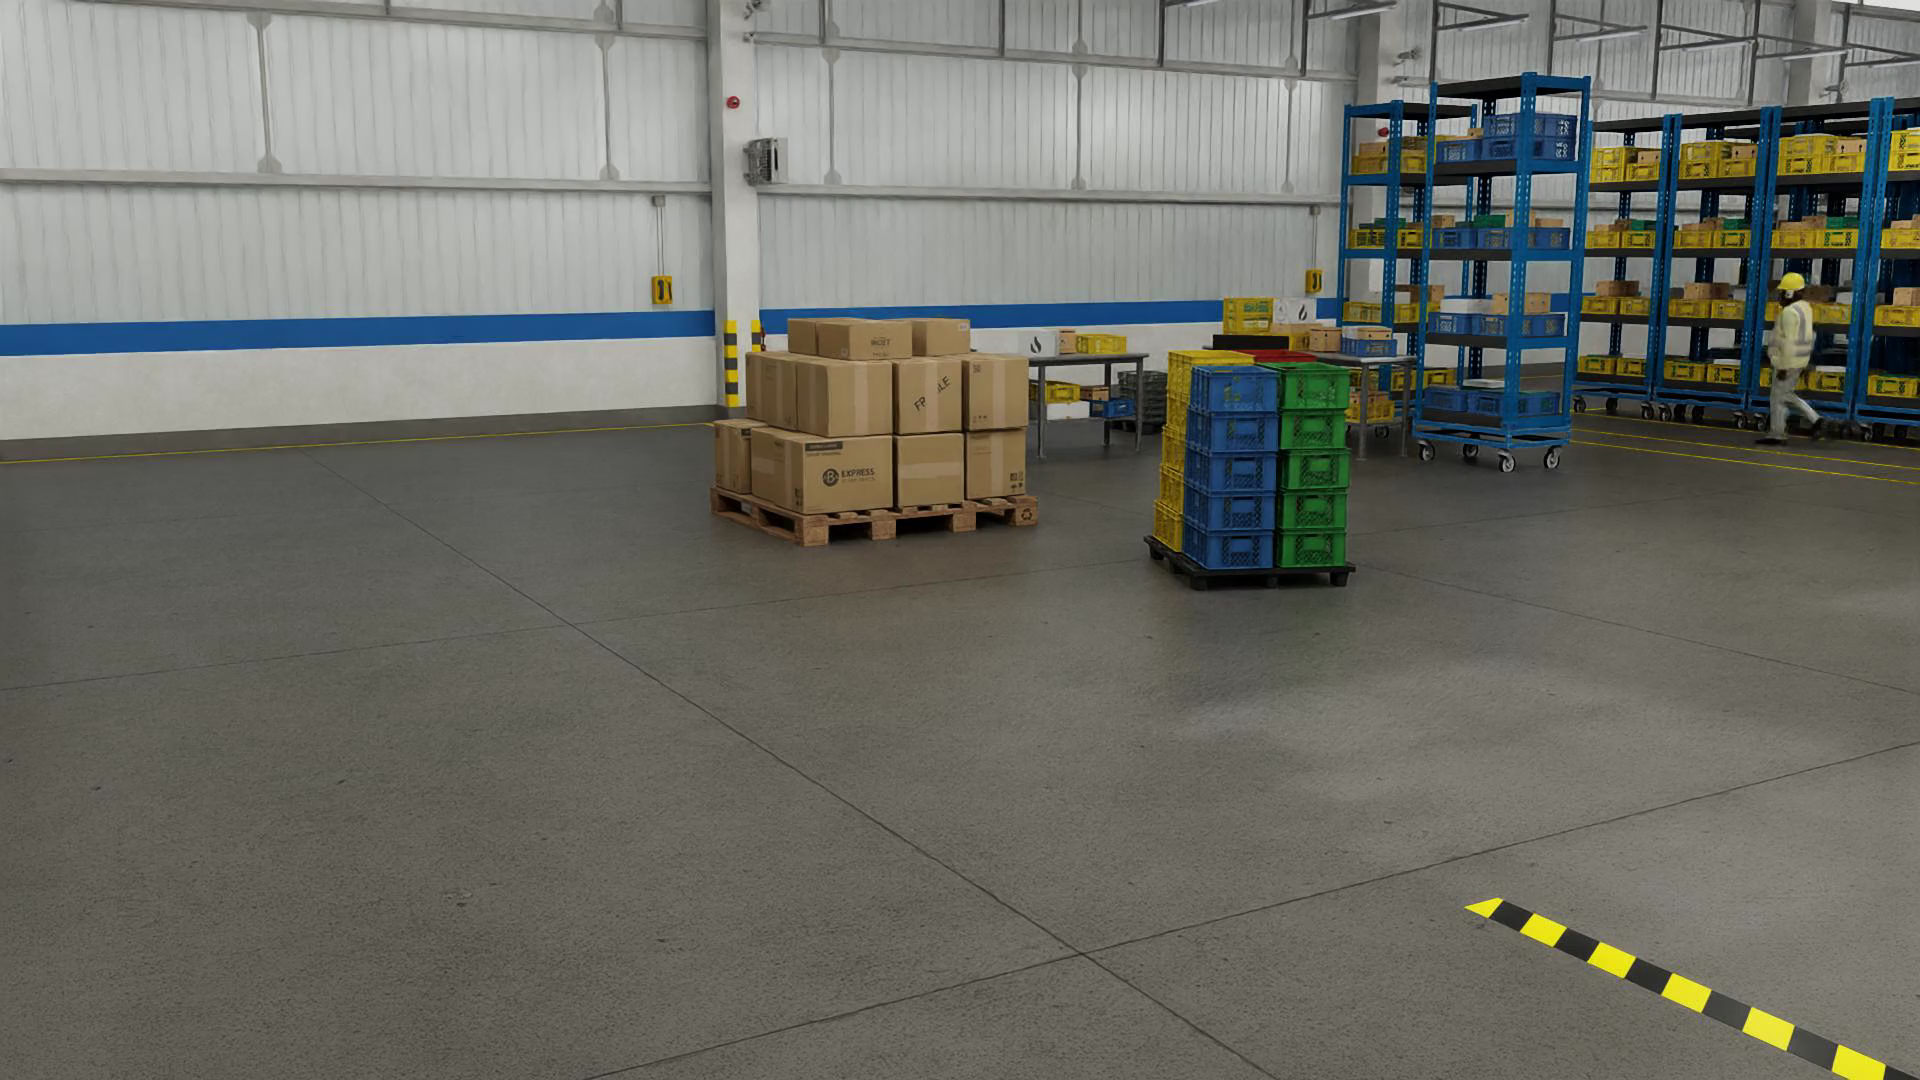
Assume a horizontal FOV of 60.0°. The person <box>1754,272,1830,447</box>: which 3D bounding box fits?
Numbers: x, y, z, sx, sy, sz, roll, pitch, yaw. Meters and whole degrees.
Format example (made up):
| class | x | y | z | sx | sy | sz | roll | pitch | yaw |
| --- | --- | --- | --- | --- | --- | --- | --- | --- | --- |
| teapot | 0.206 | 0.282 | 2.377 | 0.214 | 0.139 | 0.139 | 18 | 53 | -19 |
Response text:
| class | x | y | z | sx | sy | sz | roll | pitch | yaw |
| --- | --- | --- | --- | --- | --- | --- | --- | --- | --- |
| person | 8.604 | -1.839 | 17.116 | 0.585 | 1.816 | 0.596 | 9 | 13 | 41 |
